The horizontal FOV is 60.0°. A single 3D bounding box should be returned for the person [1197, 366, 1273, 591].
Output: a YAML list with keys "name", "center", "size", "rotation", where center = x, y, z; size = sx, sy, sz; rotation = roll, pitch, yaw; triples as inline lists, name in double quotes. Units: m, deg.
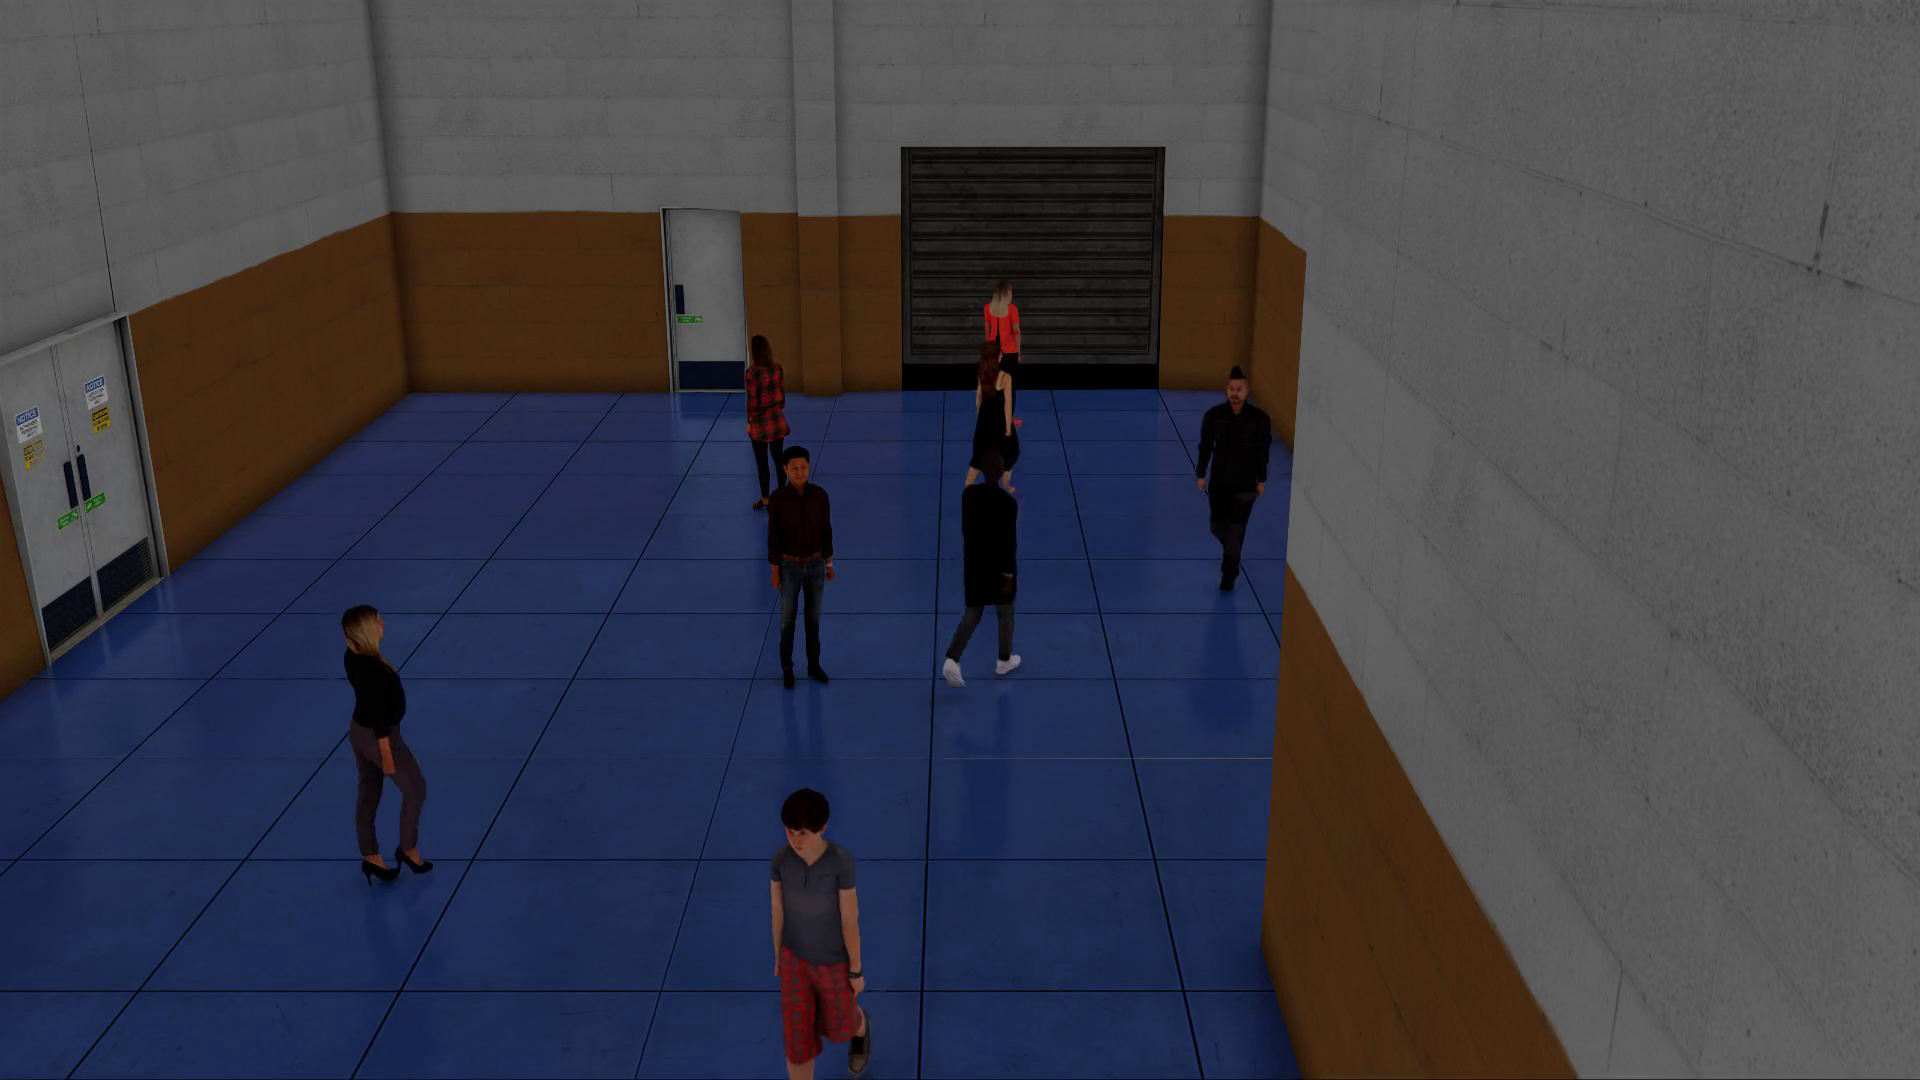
- name: "person"
  center: [2.310, -0.550, 14.010]
  size: [1.178, 1.835, 1.091]
  rotation: [7, 20, 21]

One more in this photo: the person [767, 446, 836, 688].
- name: "person"
  center: [-1.153, 0.178, 11.970]
  size: [0.614, 1.782, 0.774]
  rotation: [-8, 20, -22]

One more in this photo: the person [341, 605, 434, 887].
- name: "person"
  center: [-3.311, 1.172, 9.211]
  size: [0.786, 1.661, 0.732]
  rotation: [-16, 24, -39]

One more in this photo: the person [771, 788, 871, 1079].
- name: "person"
  center: [-0.587, 1.822, 7.320]
  size: [1.052, 1.625, 0.837]
  rotation: [5, 19, 15]

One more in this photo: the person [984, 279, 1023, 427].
- name: "person"
  center: [0.474, -2.128, 18.945]
  size: [0.615, 1.694, 0.730]
  rotation: [9, 21, 26]

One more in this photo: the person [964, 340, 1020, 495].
- name: "person"
  center: [0.275, -1.103, 16.065]
  size: [1.066, 1.592, 1.003]
  rotation: [12, 22, 31]

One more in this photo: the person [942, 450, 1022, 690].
- name: "person"
  center: [0.148, 0.235, 11.873]
  size: [1.157, 1.736, 1.105]
  rotation: [12, 22, 32]

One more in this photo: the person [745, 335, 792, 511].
- name: "person"
  center: [-1.863, -1.133, 15.985]
  size: [0.756, 1.700, 0.702]
  rotation: [17, 25, 40]
